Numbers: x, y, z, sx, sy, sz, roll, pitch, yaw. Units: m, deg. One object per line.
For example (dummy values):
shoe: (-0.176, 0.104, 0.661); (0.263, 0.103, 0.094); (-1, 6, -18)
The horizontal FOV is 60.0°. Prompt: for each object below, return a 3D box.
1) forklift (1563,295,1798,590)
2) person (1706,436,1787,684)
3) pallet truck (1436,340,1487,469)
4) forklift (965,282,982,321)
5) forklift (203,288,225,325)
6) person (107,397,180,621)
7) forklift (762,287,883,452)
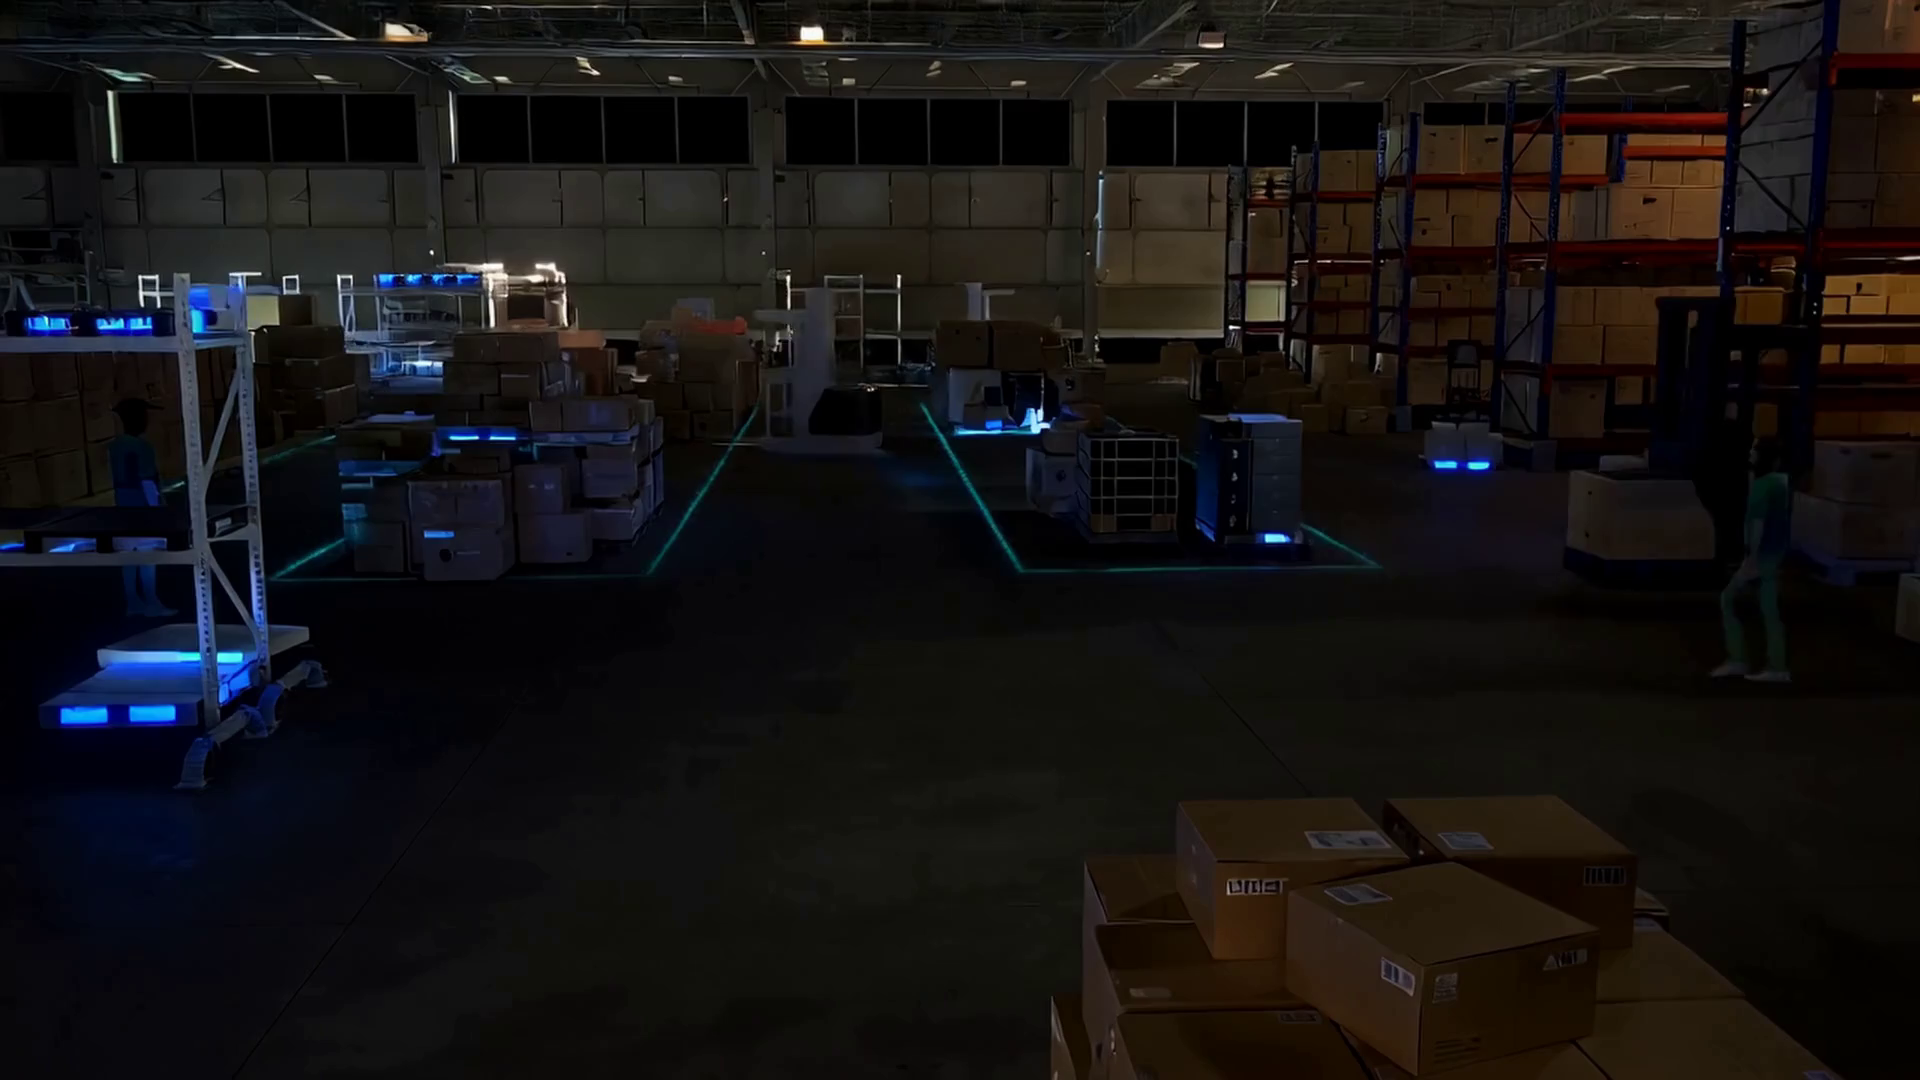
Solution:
forklift: (7.050, -0.983, 16.203); (1.873, 2.768, 1.129); (-1, 9, -4)
person: (5.910, 0.145, 12.396); (0.524, 1.833, 0.666); (-8, 12, -41)
pallet truck: (8.004, -2.170, 26.422); (0.823, 1.965, 1.885); (2, 9, 14)
forklift: (0.394, -5.573, 45.026); (1.873, 2.768, 1.129); (-1, 9, -4)
forklift: (-16.955, -4.460, 38.036); (1.873, 2.768, 1.129); (-4, 10, -23)
person: (-7.197, -0.272, 14.596); (0.606, 1.966, 0.367); (6, 11, 33)
forklift: (-2.354, -2.955, 28.585); (1.873, 2.768, 1.129); (2, 9, 11)
